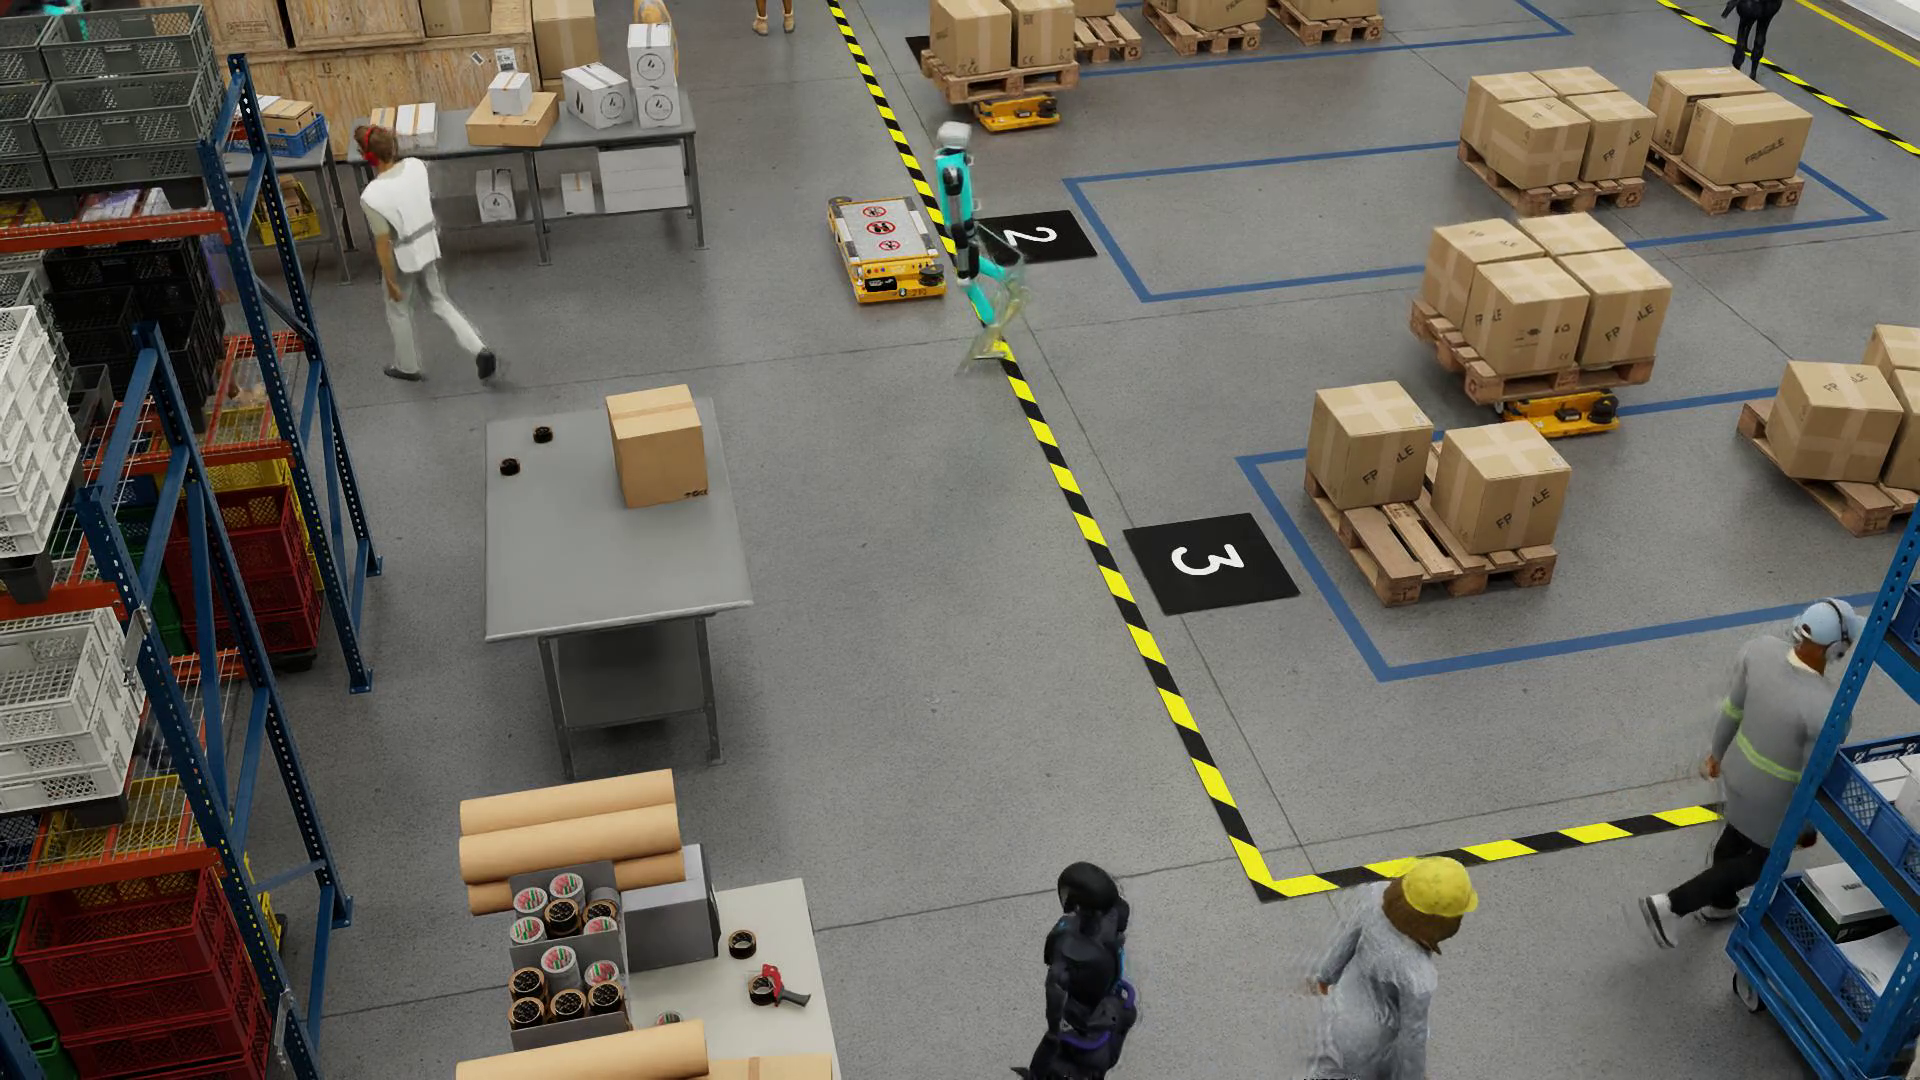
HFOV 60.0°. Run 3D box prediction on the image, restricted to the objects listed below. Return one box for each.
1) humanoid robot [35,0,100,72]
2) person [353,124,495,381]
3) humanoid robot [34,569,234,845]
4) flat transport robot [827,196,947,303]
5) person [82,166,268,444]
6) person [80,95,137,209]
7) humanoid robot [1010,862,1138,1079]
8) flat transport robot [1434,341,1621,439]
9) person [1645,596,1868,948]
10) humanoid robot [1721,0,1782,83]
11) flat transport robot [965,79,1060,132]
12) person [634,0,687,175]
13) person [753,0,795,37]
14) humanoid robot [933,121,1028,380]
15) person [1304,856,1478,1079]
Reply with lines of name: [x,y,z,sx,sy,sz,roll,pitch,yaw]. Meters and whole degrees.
humanoid robot: [-7.015,-3.491,13.034,0.867,1.787,0.541,8,37,11]
person: [-3.496,-1.796,10.669,0.775,1.817,0.577,17,40,22]
humanoid robot: [-3.861,0.740,7.420,0.798,1.620,0.615,-2,37,-2]
flat transport robot: [-0.570,-2.220,12.538,0.659,0.231,1.431,-8,37,-10]
person: [-4.810,-1.521,10.155,0.864,1.997,0.365,-27,44,-31]
person: [-5.741,-2.353,11.339,0.389,1.913,0.602,11,38,14]
humanoid robot: [0.397,1.774,5.991,0.558,1.644,0.600,21,41,25]
flat transport robot: [3.738,-1.149,11.074,0.652,0.197,1.431,-8,37,-10]
person: [3.299,0.995,6.902,0.609,1.836,0.588,-5,37,-7]
humanoid robot: [7.166,-4.882,14.923,0.599,1.657,0.315,-15,39,-19]
flat transport robot: [0.330,-4.073,15.004,0.652,0.197,1.431,-12,38,-16]
person: [-2.333,-3.695,13.122,0.369,1.934,0.550,-10,38,-13]
person: [-1.874,-5.900,16.004,0.613,2.035,0.392,-10,38,-13]
humanoid robot: [0.201,-1.848,10.831,0.755,1.804,0.540,-2,37,-2]
person: [1.543,1.739,6.020,0.927,1.686,0.509,-2,37,-2]
